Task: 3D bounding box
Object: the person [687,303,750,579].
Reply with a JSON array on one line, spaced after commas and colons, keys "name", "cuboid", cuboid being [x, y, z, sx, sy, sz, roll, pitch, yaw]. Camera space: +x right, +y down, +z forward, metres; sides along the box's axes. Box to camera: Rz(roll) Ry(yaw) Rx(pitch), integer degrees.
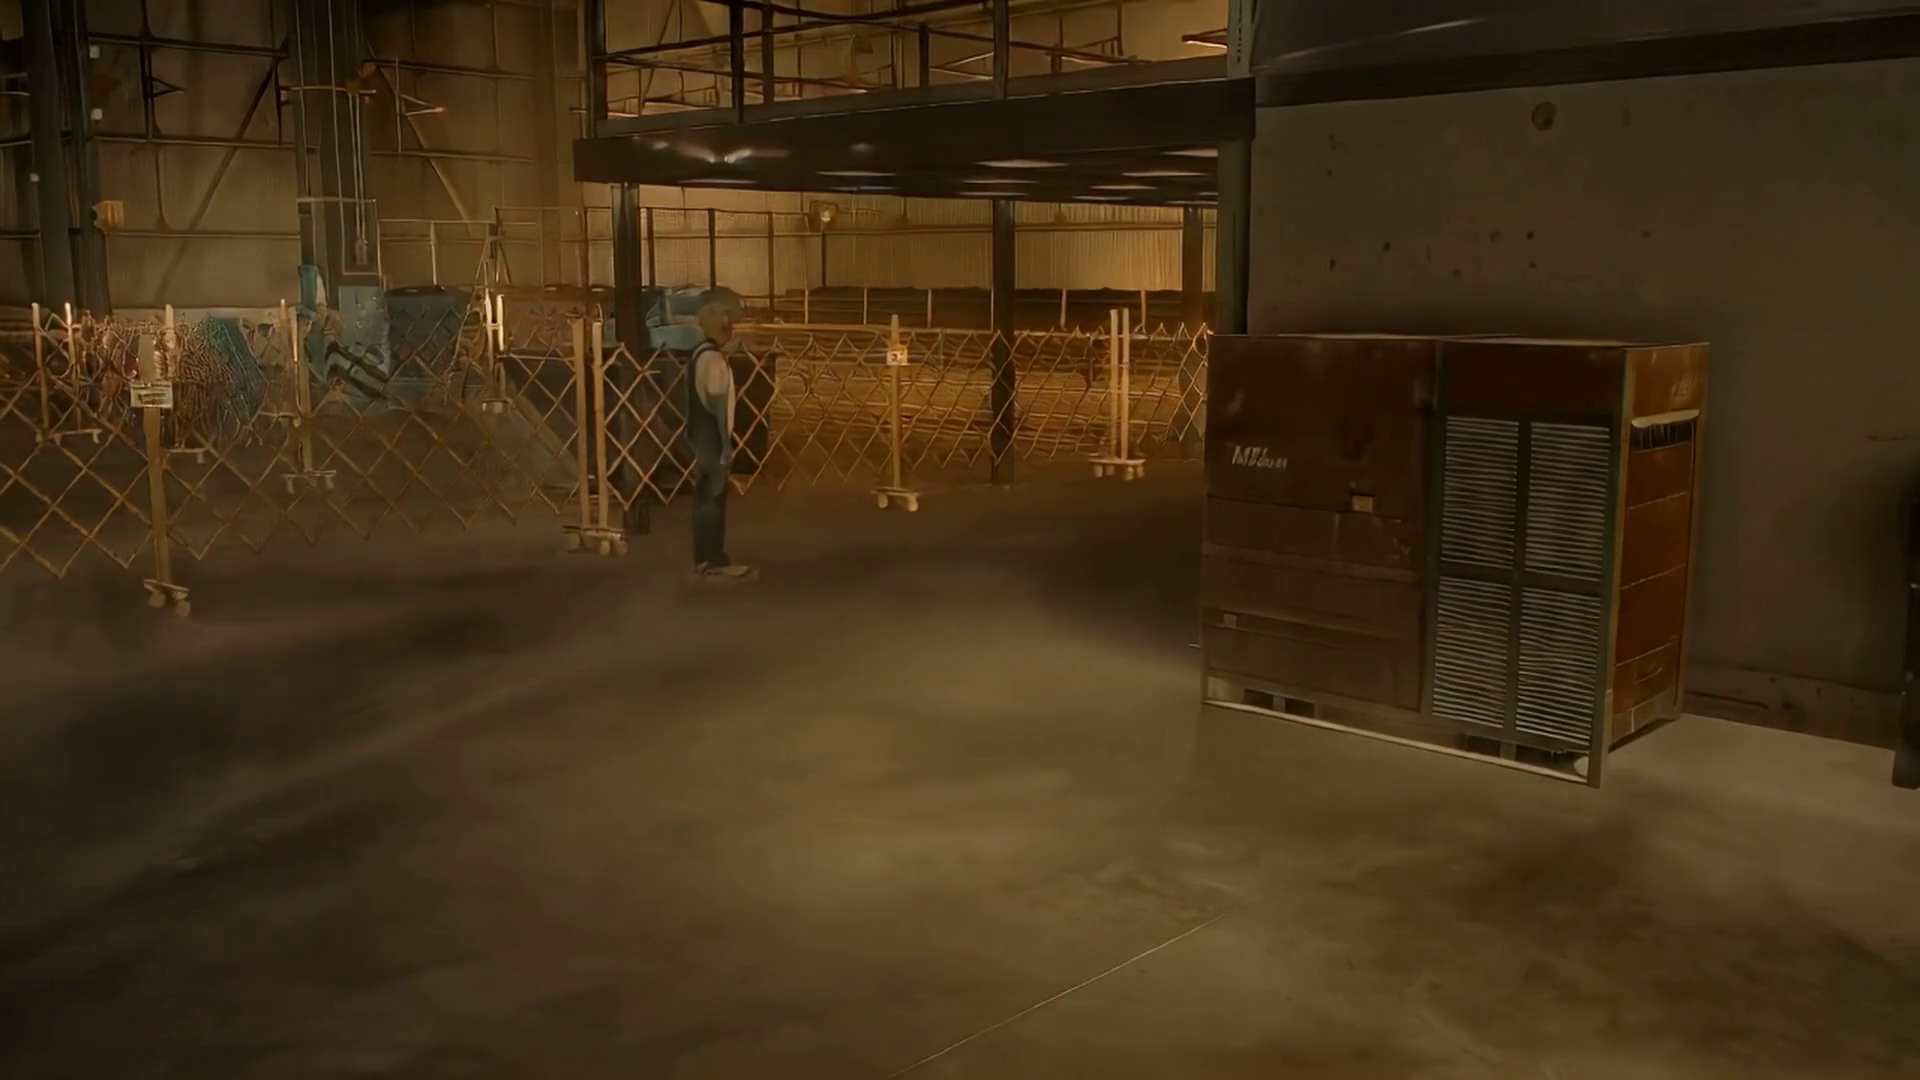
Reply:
[{"name": "person", "cuboid": [-1.646, -0.662, 11.172, 0.333, 1.843, 0.515, -5, 10, -27]}]
